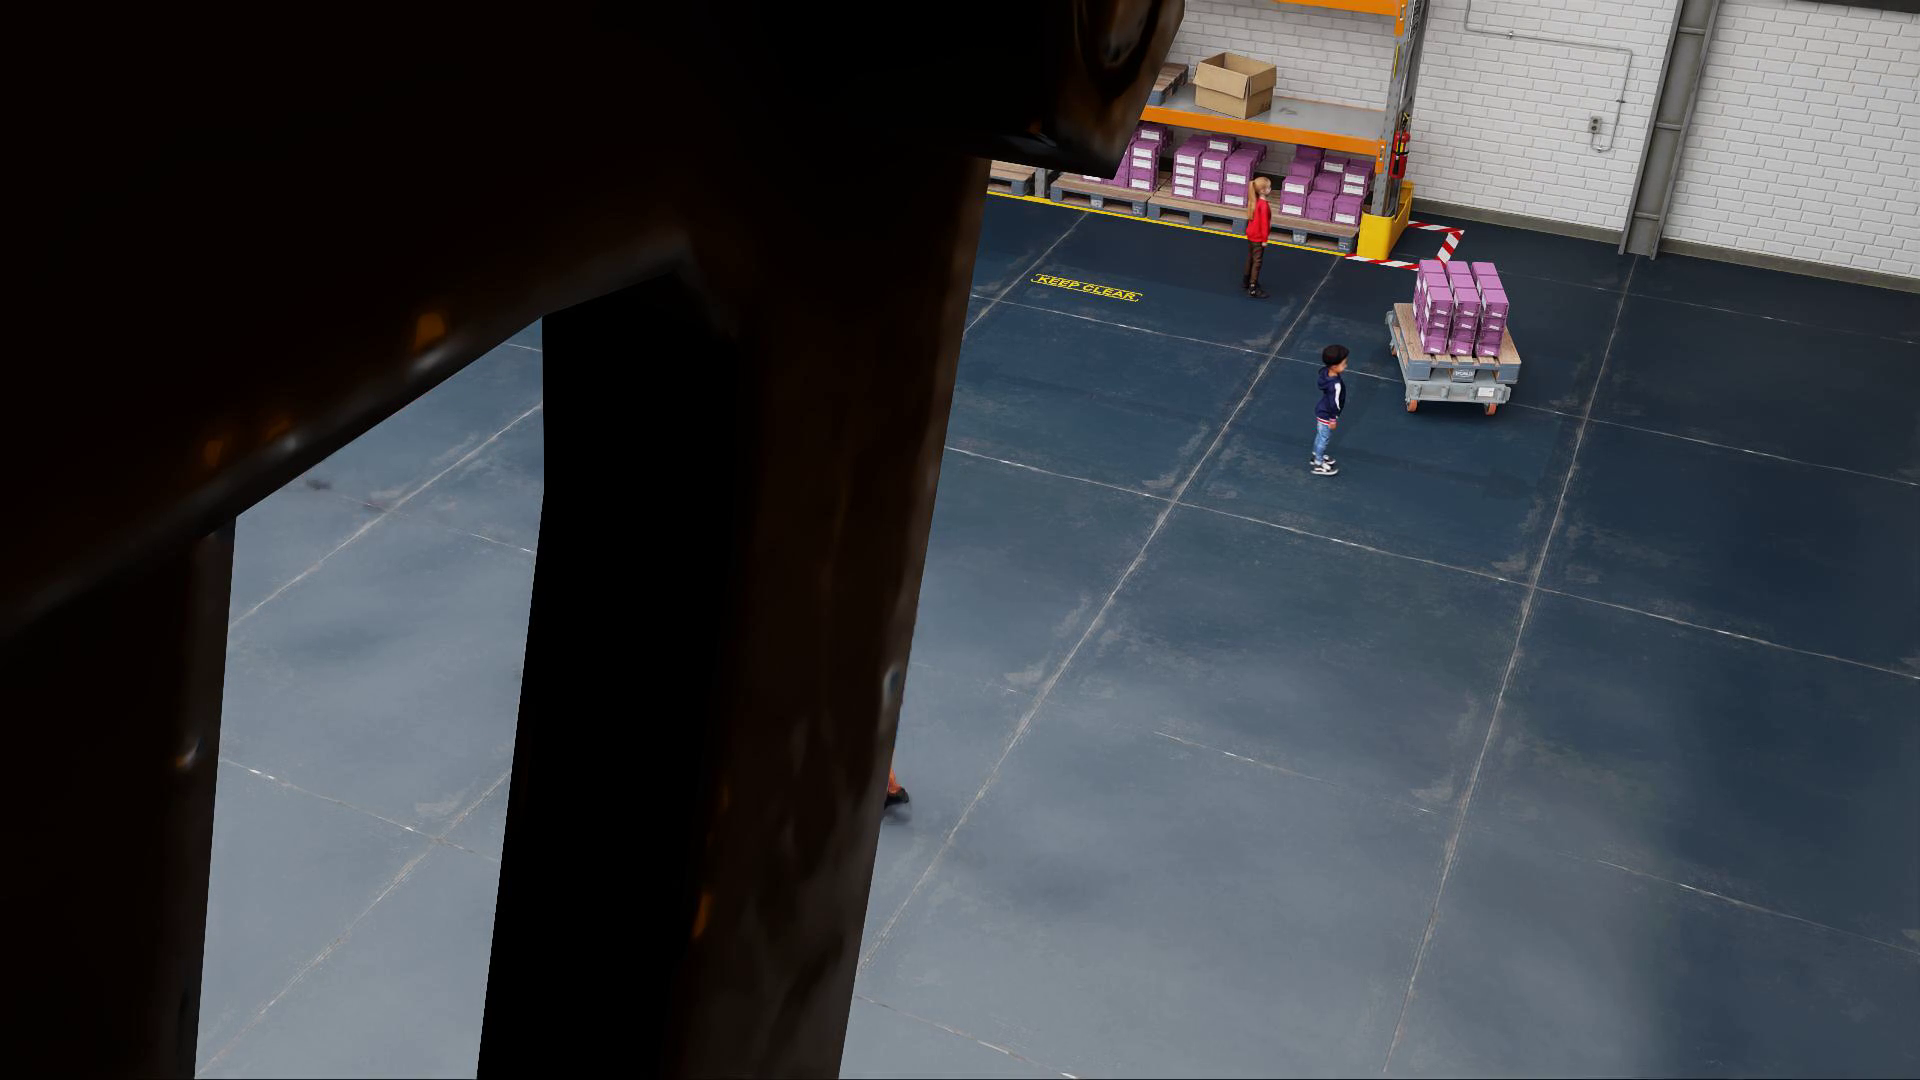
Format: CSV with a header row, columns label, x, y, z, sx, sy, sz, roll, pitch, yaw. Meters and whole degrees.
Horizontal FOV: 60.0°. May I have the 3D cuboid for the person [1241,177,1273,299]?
label,x,y,z,sx,sy,sz,roll,pitch,yaw
person,3.115,-3.184,17.399,0.633,1.281,0.586,-6,34,-10

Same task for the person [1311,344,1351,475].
label,x,y,z,sx,sy,sz,roll,pitch,yaw
person,3.186,-1.141,14.379,0.587,1.222,0.583,2,34,3
